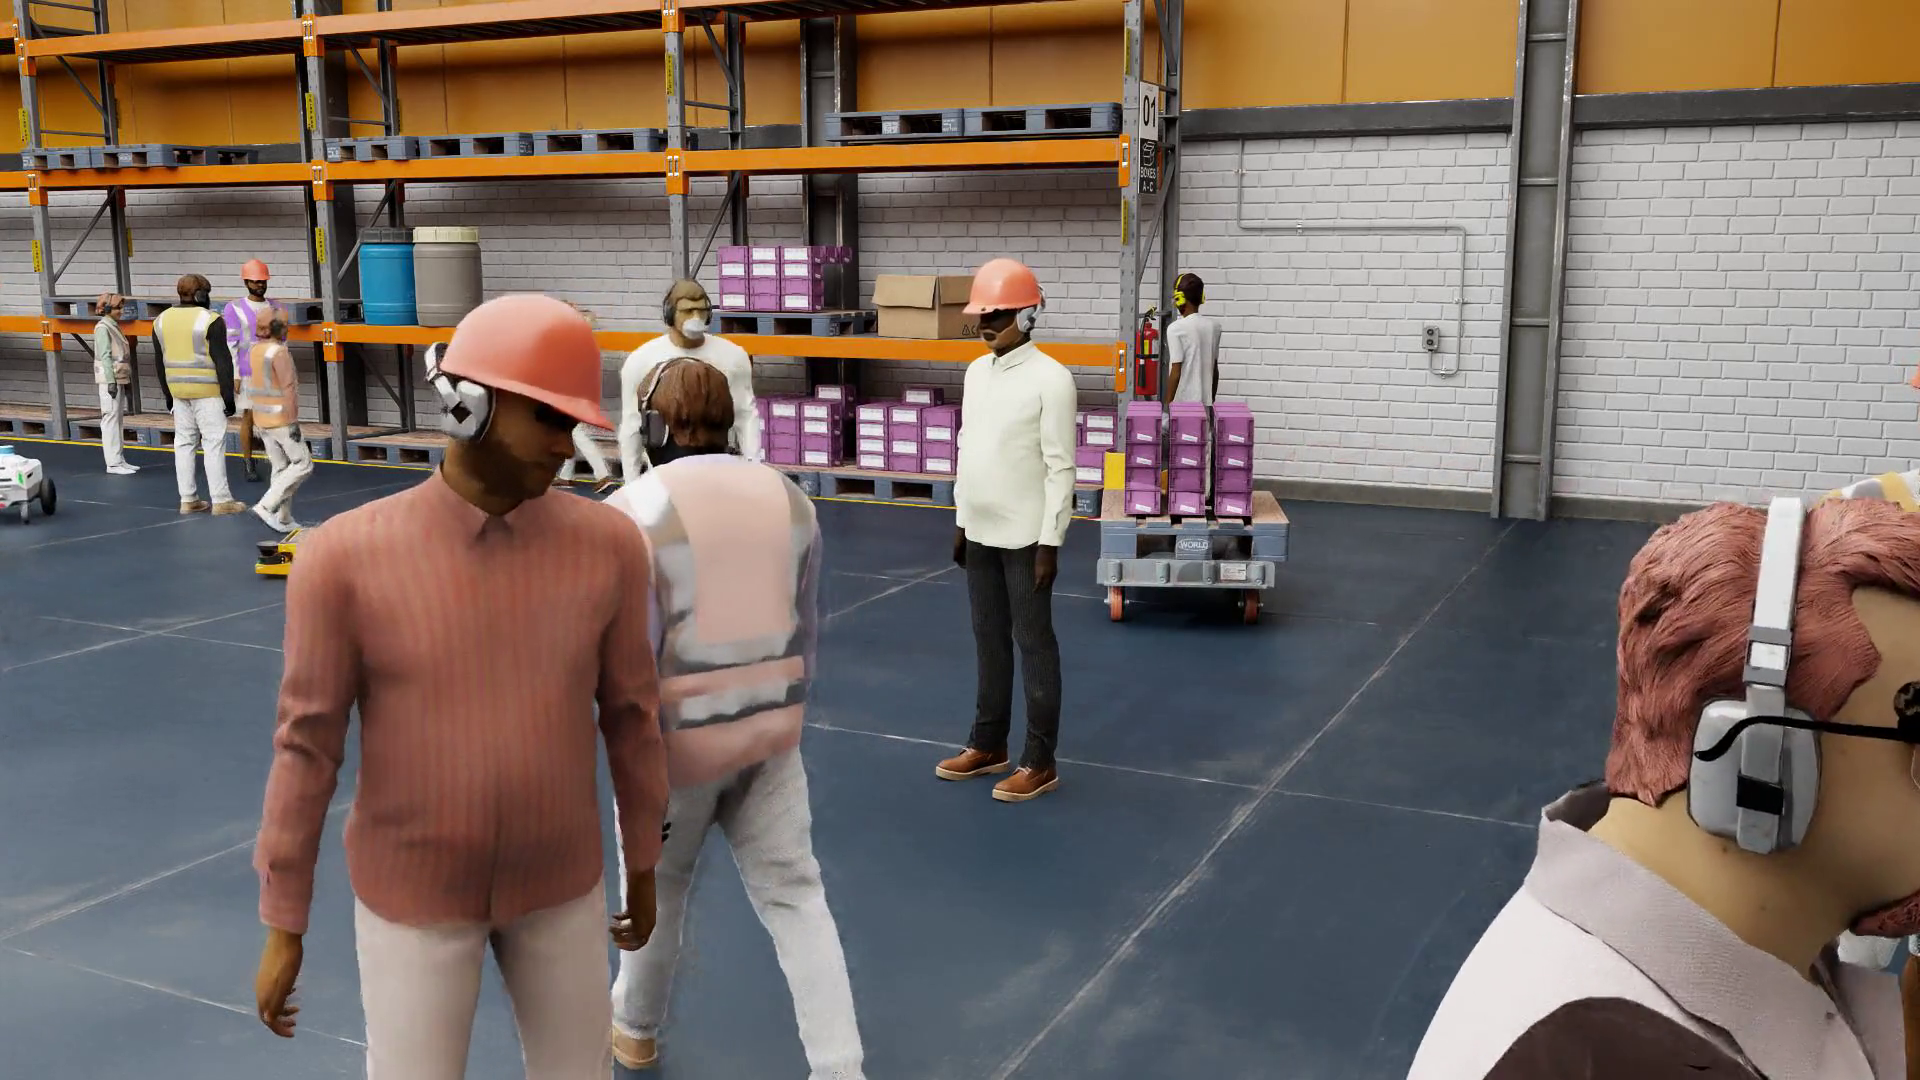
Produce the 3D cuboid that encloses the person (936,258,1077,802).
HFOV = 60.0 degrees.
[{"bbox_3d":[0.174,-0.038,6.170,0.383,1.992,0.609,-8,13,-37],"label":"person"}]

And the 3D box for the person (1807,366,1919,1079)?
[{"bbox_3d":[1.858,0.513,3.182,0.547,1.934,0.376,0,10,-1],"label":"person"}]

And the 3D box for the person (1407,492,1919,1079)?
[{"bbox_3d":[0.563,0.895,1.201,0.864,1.866,0.644,7,12,34],"label":"person"}]

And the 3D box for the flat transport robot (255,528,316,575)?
[{"bbox_3d":[-3.684,0.043,10.629,1.431,0.197,0.652,-2,10,-12],"label":"flat transport robot"}]

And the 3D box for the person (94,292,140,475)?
[{"bbox_3d":[-7.654,-1.412,15.046,0.310,1.640,0.514,-3,10,-17],"label":"person"}]

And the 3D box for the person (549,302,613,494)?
[{"bbox_3d":[-3.186,-1.183,13.878,0.833,1.590,0.497,6,11,30],"label":"person"}]

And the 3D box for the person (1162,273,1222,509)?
[{"bbox_3d":[1.572,-0.899,11.468,0.519,1.865,0.328,-8,13,-39],"label":"person"}]

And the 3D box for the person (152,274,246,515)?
[{"bbox_3d":[-5.819,-1.110,12.746,0.634,1.839,0.429,3,10,15],"label":"person"}]

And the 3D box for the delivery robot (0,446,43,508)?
[{"bbox_3d":[-7.117,-0.463,12.443,0.477,0.478,0.707,-3,10,-18],"label":"delivery robot"}]

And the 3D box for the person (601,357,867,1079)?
[{"bbox_3d":[-0.548,0.478,3.849,0.646,1.785,1.000,-8,13,-40],"label":"person"}]

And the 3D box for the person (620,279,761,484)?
[{"bbox_3d":[-1.296,-0.315,8.093,0.636,1.879,1.047,-6,12,-30],"label":"person"}]

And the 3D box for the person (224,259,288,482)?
[{"bbox_3d":[-6.123,-1.481,14.584,0.360,1.939,0.543,9,13,42],"label":"person"}]

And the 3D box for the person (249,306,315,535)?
[{"bbox_3d":[-4.790,-0.822,11.673,0.388,1.624,0.541,-10,14,-44],"label":"person"}]

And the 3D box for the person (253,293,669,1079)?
[{"bbox_3d":[-0.862,0.560,2.853,0.722,1.957,0.703,-6,12,-31],"label":"person"}]
